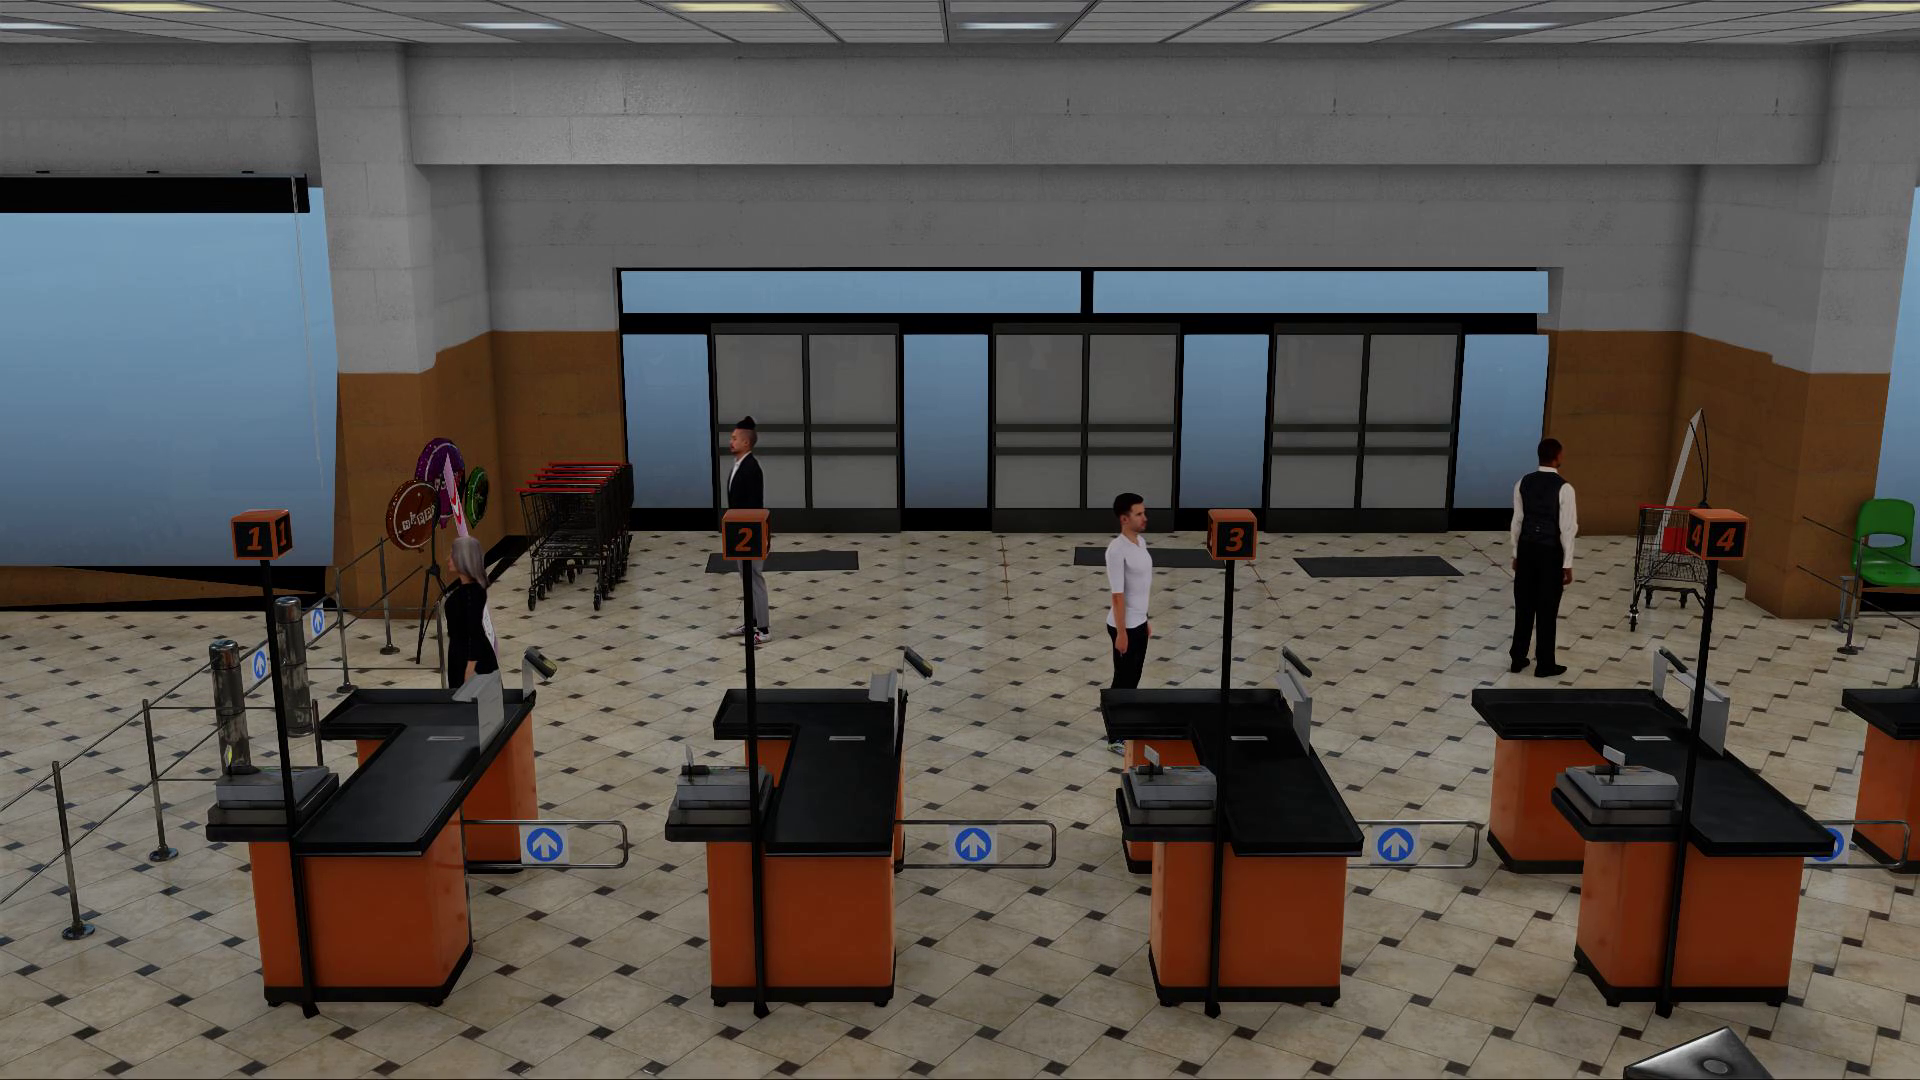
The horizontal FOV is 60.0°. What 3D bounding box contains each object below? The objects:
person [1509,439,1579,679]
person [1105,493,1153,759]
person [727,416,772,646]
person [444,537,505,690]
[{"bbox_3d":[4.655,0.133,13.324,0.832,1.919,0.764,-12,18,-42],"label":"person"},{"bbox_3d":[1.177,0.575,11.644,0.809,1.852,0.673,7,15,26],"label":"person"},{"bbox_3d":[-1.797,-0.088,14.168,0.851,1.950,0.684,-6,15,-23],"label":"person"},{"bbox_3d":[-3.184,0.821,10.851,0.738,1.747,0.624,-5,15,-21],"label":"person"}]
